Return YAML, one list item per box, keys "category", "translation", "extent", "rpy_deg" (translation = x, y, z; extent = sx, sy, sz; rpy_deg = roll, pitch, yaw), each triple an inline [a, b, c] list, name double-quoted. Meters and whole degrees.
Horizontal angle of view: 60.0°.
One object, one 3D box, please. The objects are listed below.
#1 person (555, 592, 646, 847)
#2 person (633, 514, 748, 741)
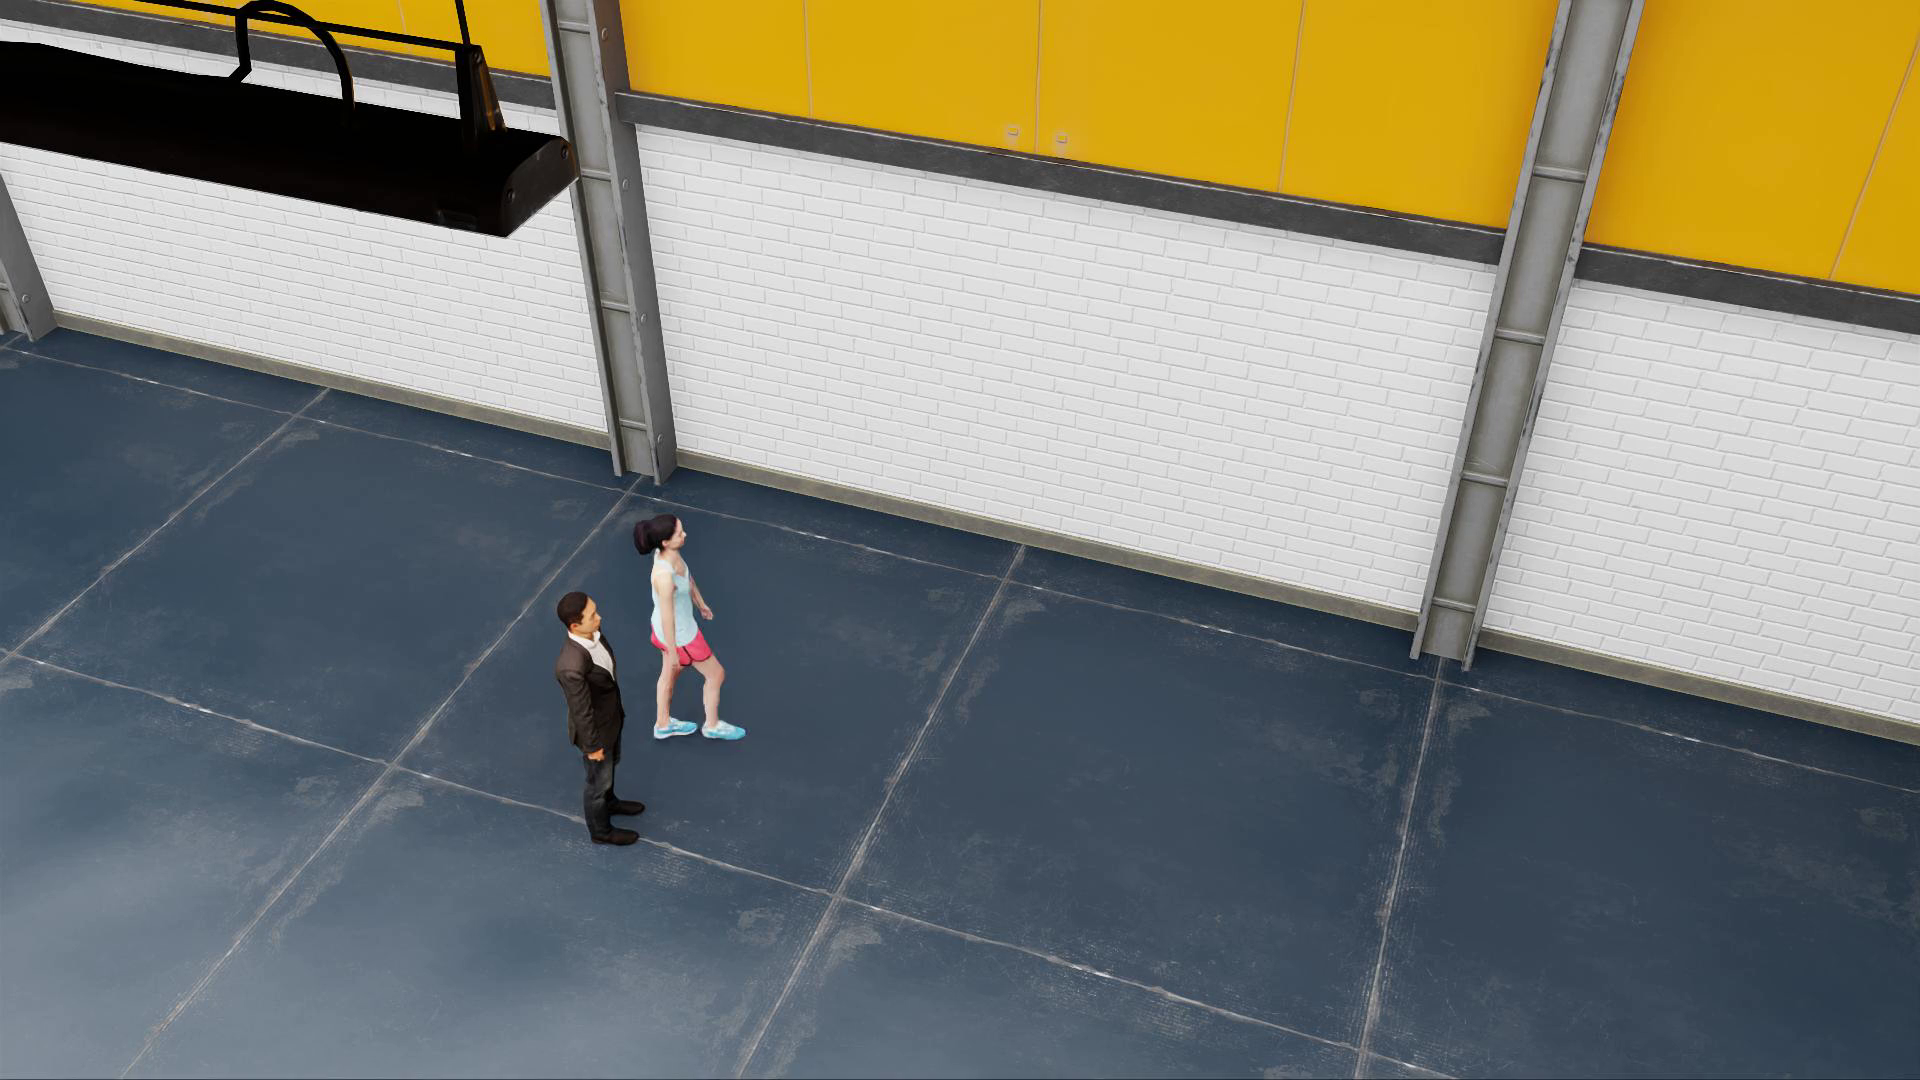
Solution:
- category: "person"
  translation: [-2.066, 1.007, 9.366]
  extent: [0.639, 1.801, 0.718]
  rpy_deg: [3, 39, 3]
- category: "person"
  translation: [-1.779, 0.563, 9.969]
  extent: [0.928, 1.744, 0.816]
  rpy_deg: [-8, 39, -10]
